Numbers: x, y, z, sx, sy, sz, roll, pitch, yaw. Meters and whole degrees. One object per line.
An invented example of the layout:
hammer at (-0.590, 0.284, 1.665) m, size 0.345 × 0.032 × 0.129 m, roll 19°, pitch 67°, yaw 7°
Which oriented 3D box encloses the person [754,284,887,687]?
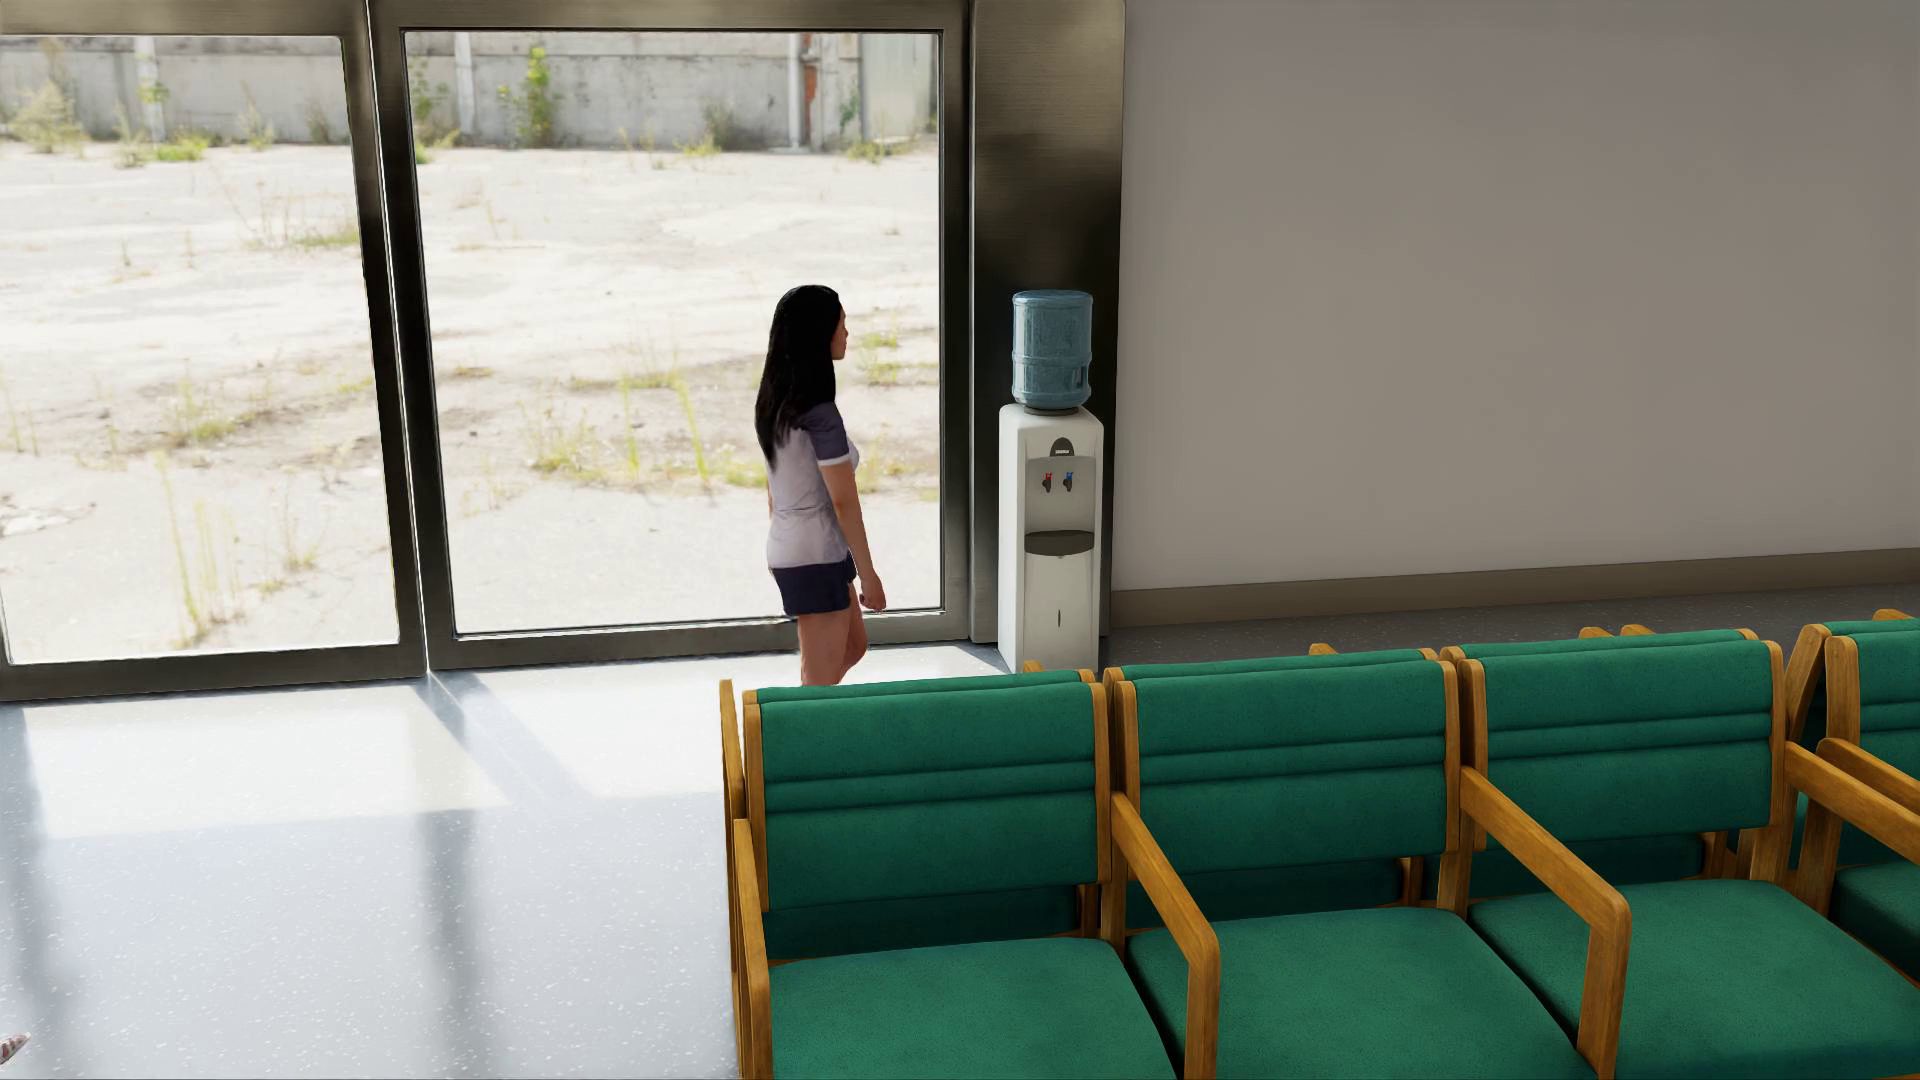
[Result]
person at (-0.529, 0.073, 5.127) m, size 0.710 × 1.692 × 0.594 m, roll -6°, pitch 17°, yaw -21°
